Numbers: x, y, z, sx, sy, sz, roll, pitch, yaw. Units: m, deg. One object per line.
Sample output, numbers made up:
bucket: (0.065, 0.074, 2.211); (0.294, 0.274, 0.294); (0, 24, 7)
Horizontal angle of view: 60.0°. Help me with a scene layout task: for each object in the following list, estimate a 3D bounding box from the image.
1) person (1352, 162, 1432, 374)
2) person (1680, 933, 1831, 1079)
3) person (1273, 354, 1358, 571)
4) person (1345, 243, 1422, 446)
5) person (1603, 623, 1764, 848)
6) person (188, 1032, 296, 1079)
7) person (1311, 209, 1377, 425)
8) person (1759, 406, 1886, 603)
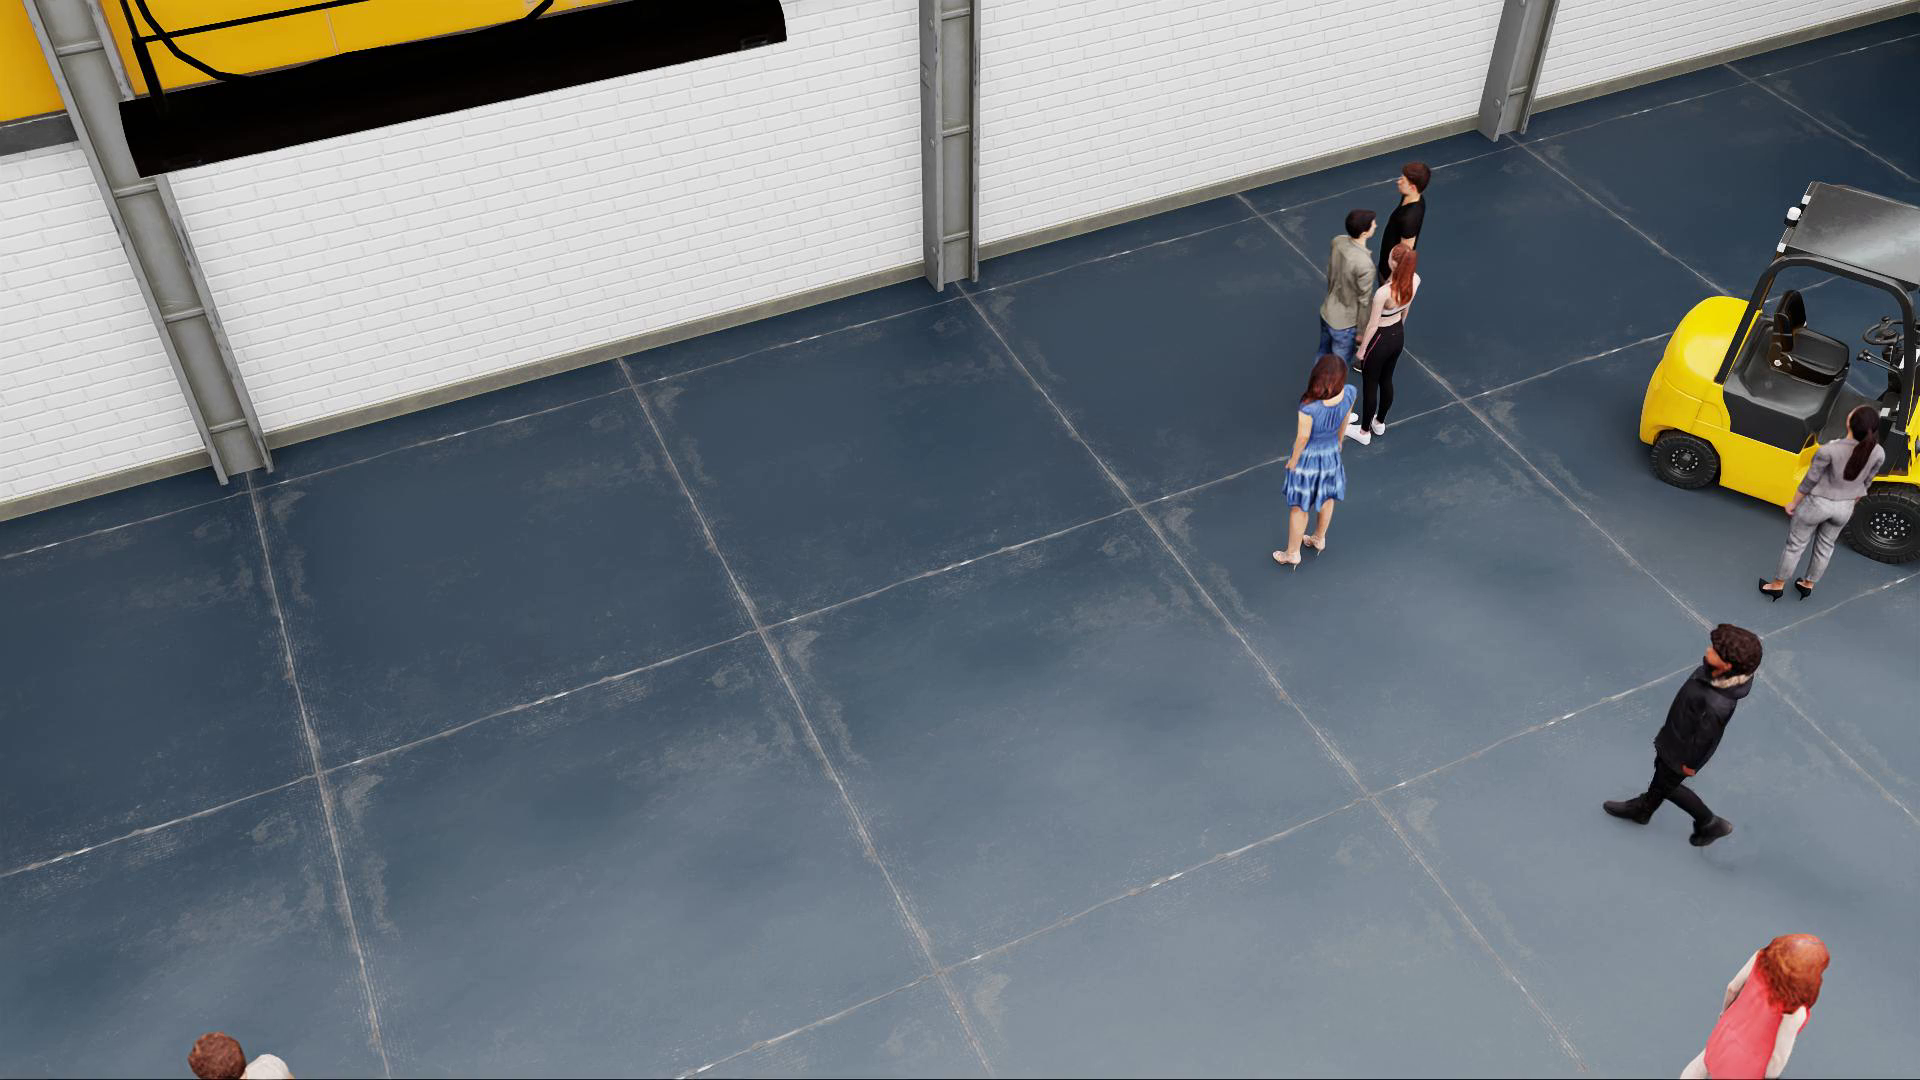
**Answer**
person: (3.455, -2.158, 13.143); (0.793, 1.862, 0.769); (8, 44, 8)
person: (3.895, 2.514, 8.265); (0.615, 1.826, 0.650); (-5, 44, -6)
person: (2.448, -0.538, 11.484); (0.545, 1.805, 0.749); (-23, 48, -22)
person: (3.199, -1.477, 12.515); (0.513, 1.742, 0.680); (-26, 49, -24)
person: (4.342, 1.175, 9.715); (1.012, 1.764, 0.985); (18, 47, 18)
person: (-3.240, 2.875, 7.833); (0.807, 1.899, 0.706); (21, 48, 21)
person: (2.901, -1.701, 12.662); (0.613, 1.864, 0.717); (-14, 45, -14)
person: (5.845, -0.220, 11.243); (0.673, 1.678, 0.775); (2, 44, 2)
